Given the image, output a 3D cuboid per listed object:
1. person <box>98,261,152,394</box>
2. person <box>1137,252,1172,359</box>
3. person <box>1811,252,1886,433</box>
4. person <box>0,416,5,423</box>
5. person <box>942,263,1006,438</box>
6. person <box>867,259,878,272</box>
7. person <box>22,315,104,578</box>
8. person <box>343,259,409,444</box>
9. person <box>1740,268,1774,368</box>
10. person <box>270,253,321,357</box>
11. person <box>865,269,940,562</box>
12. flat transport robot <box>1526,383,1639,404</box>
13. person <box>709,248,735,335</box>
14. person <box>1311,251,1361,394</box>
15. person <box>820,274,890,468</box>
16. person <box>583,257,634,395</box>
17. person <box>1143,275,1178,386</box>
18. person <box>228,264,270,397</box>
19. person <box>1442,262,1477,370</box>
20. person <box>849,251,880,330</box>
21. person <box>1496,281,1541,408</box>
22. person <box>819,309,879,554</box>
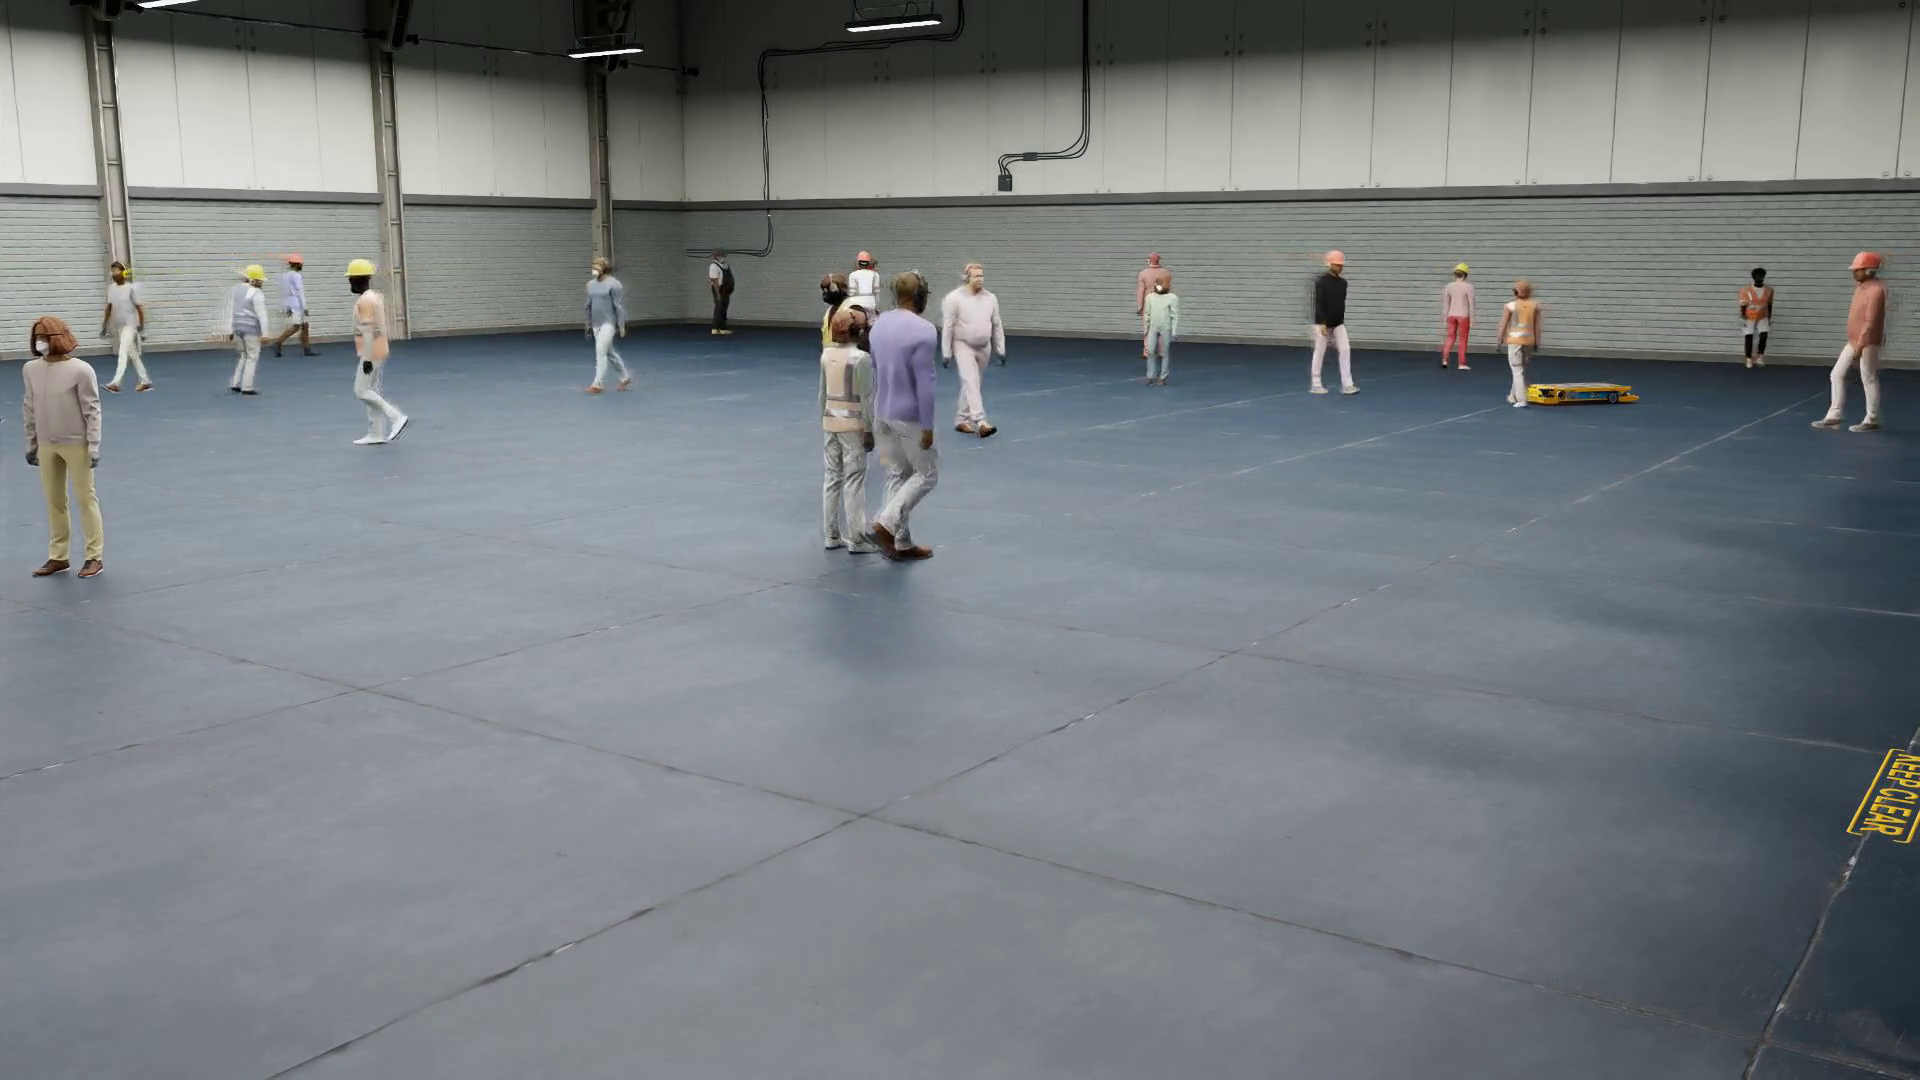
[{"bbox_3d":[-11.650,-2.938,23.072,0.516,1.820,0.981,4,11,23],"label":"person"},{"bbox_3d":[3.481,-4.208,29.932,0.636,1.911,0.406,-2,10,-14],"label":"person"},{"bbox_3d":[9.777,-2.155,18.231,0.804,1.966,0.634,1,10,8],"label":"person"},{"bbox_3d":[-10.897,-2.075,18.209,0.547,1.825,0.930,5,11,26],"label":"person"},{"bbox_3d":[0.179,-2.041,17.934,0.671,1.850,0.983,-6,12,-31],"label":"person"},{"bbox_3d":[-1.763,-4.156,29.923,0.811,1.806,0.599,-6,12,-29],"label":"person"},{"bbox_3d":[-5.586,-0.577,10.360,0.500,1.634,0.286,2,10,10],"label":"person"},{"bbox_3d":[-6.039,-1.923,17.102,0.497,1.914,0.604,-3,10,-14],"label":"person"},{"bbox_3d":[13.192,-3.669,27.589,0.525,1.664,0.513,3,10,14],"label":"person"},{"bbox_3d":[-12.166,-4.269,30.292,0.852,1.911,0.552,-7,12,-33],"label":"person"},{"bbox_3d":[-0.389,-0.776,10.706,0.517,1.917,0.633,-9,13,-40],"label":"person"},{"bbox_3d":[8.052,-1.921,21.708,1.431,0.197,0.652,-3,10,-15],"label":"flat transport robot"},{"bbox_3d":[-5.406,-5.708,37.961,0.534,2.000,0.767,2,10,13],"label":"person"},{"bbox_3d":[5.151,-2.956,22.771,0.623,1.959,0.893,-5,11,-28],"label":"person"},{"bbox_3d":[-0.962,-1.566,15.460,0.633,1.802,0.685,-6,12,-30],"label":"person"},{"bbox_3d":[-4.896,-2.981,23.120,0.642,1.902,0.994,7,13,36],"label":"person"},{"bbox_3d":[2.881,-3.034,24.155,0.523,1.608,0.669,4,11,24],"label":"person"},{"bbox_3d":[-9.611,-2.834,22.565,0.617,1.790,0.482,7,12,35],"label":"person"},{"bbox_3d":[8.201,-3.659,27.268,0.350,1.766,0.540,-9,13,-40],"label":"person"},{"bbox_3d":[-1.681,-4.083,29.147,0.551,1.934,0.373,-3,11,-16],"label":"person"},{"bbox_3d":[7.099,-2.488,21.171,0.526,1.595,0.777,-2,10,-10],"label":"person"},{"bbox_3d":[-0.756,-0.728,11.188,0.315,1.640,0.515,-9,14,-42],"label":"person"}]
